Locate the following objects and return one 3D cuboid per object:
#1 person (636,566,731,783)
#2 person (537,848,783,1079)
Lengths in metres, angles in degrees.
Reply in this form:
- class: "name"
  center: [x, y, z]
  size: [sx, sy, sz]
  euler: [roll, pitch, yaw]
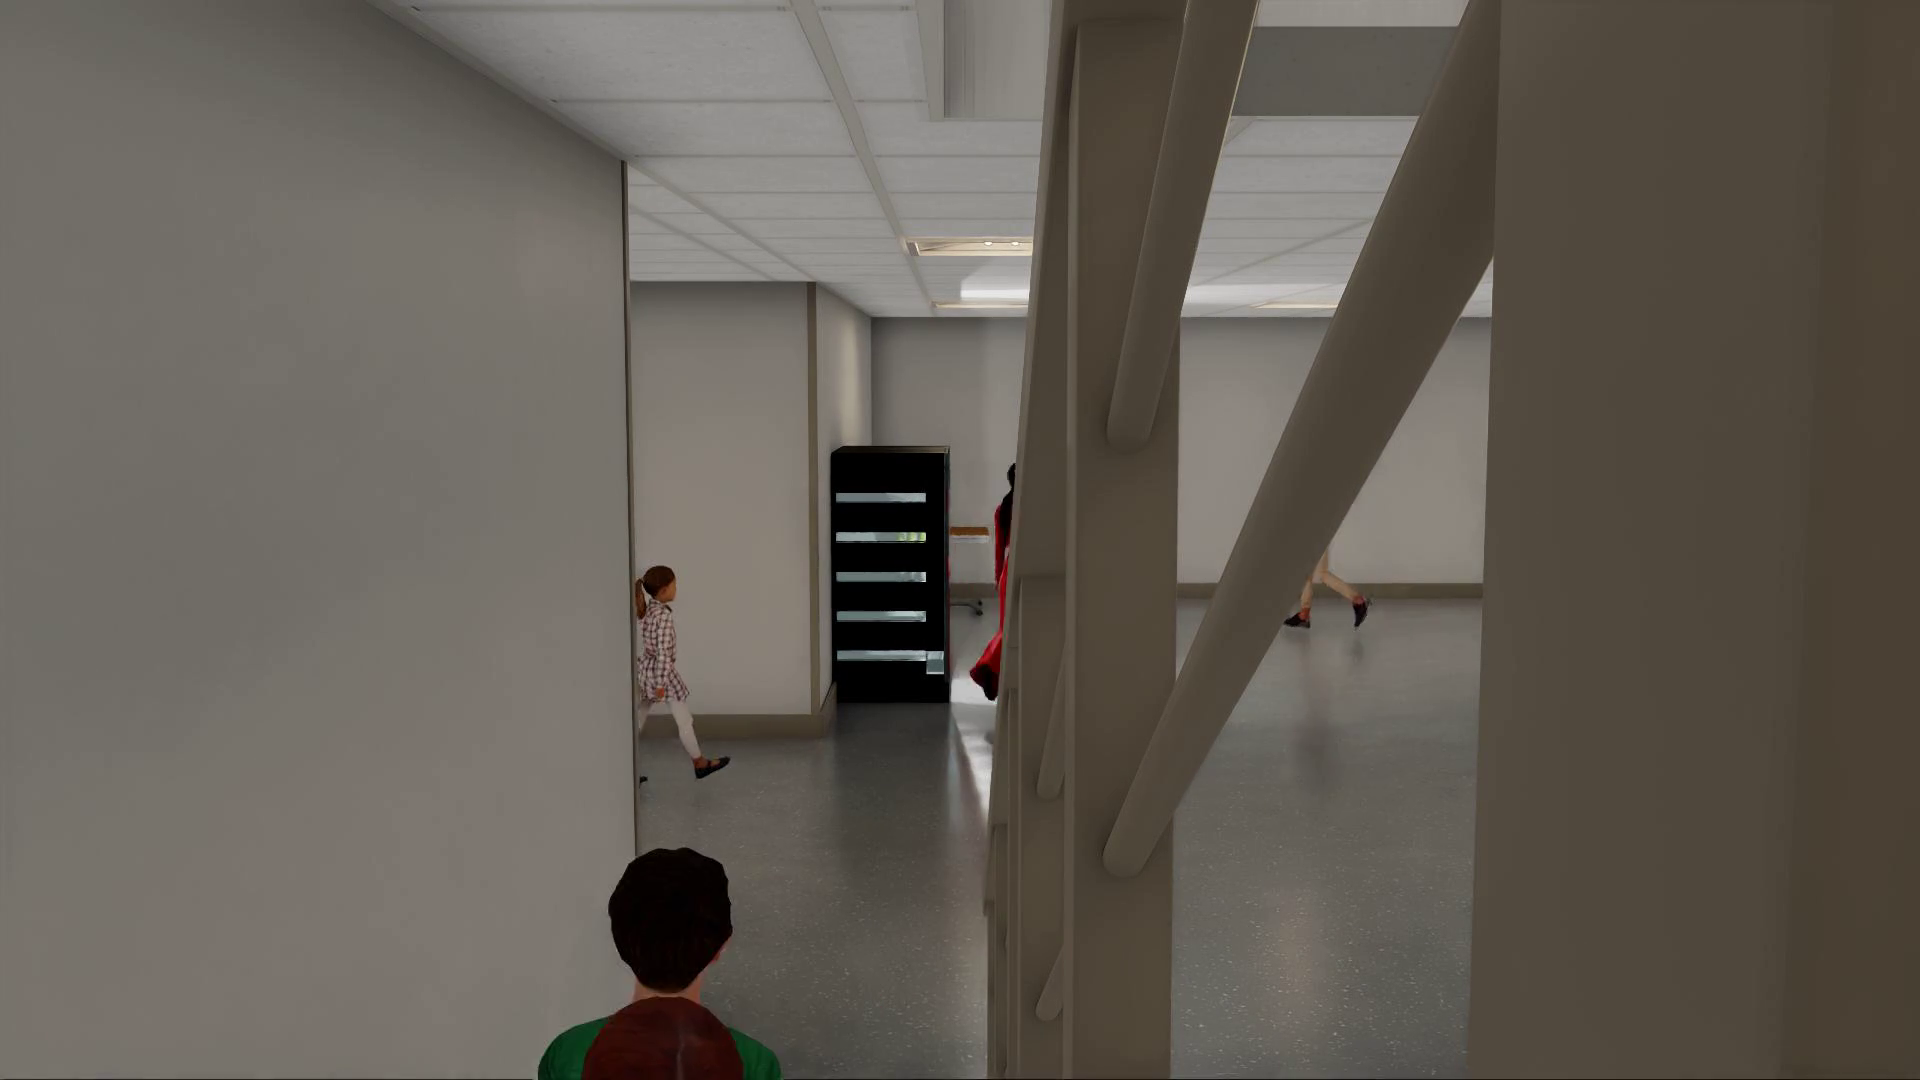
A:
- class: "person"
  center: [-1.813, 0.815, 9.580]
  size: [0.924, 1.266, 0.957]
  euler: [-4, 7, -33]
- class: "person"
  center: [-0.490, 1.329, 2.633]
  size: [0.630, 1.635, 0.932]
  euler: [0, 6, -5]
